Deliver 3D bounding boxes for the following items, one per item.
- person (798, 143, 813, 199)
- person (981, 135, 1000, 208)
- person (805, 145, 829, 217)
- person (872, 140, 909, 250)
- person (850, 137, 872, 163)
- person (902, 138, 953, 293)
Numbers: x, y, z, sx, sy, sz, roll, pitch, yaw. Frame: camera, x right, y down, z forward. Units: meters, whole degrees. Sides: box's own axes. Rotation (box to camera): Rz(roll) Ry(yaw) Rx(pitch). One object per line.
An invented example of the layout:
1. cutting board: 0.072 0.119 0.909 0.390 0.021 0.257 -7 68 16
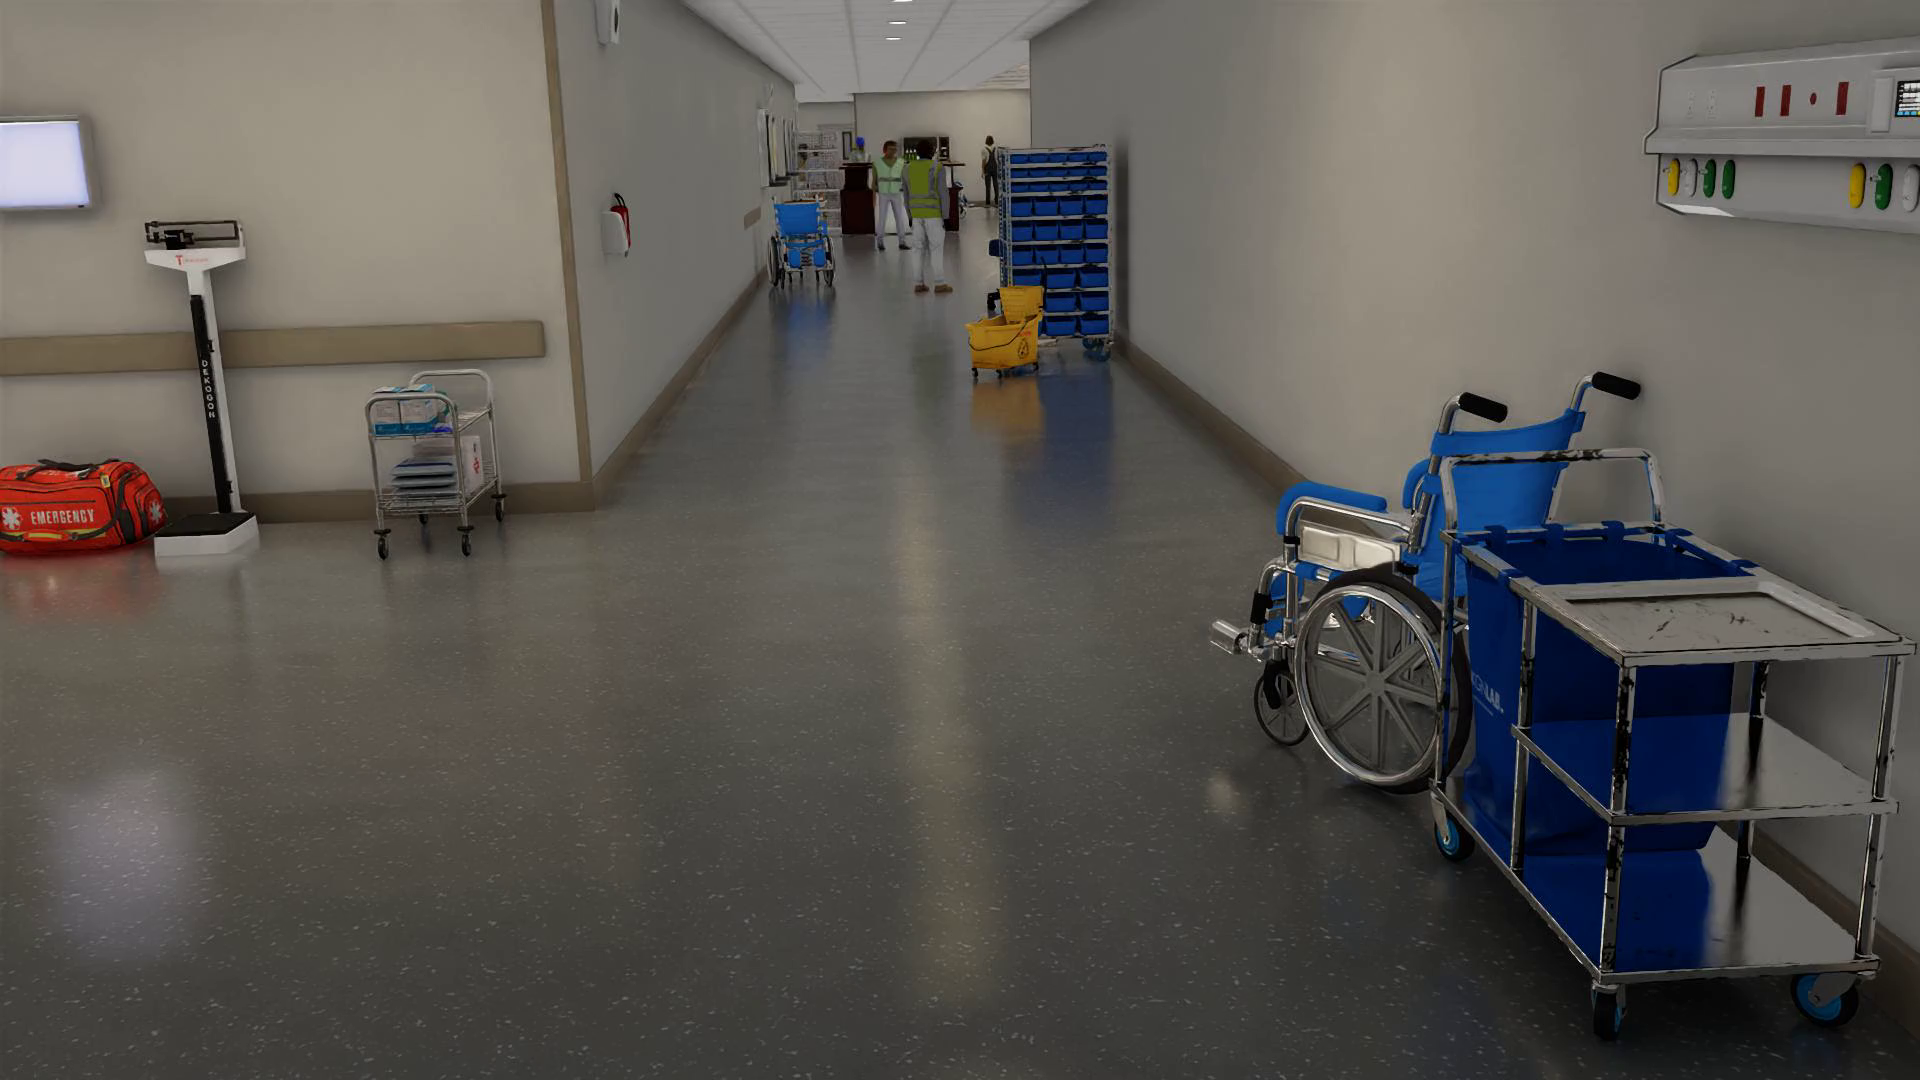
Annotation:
1. person: -4.022 -9.217 42.457 0.637 1.811 0.660 -10 16 -32
2. person: 0.794 -9.486 42.879 0.508 1.847 0.345 -5 14 -15
3. person: -3.467 -8.708 40.408 0.563 1.742 0.361 -2 14 -2
4. person: -1.193 -5.816 28.091 0.601 1.821 0.492 -6 14 -17
5. person: -2.475 -9.228 42.093 0.639 1.943 0.513 -10 16 -30
6. person: -0.379 -3.923 20.164 0.625 1.847 0.429 7 16 31
